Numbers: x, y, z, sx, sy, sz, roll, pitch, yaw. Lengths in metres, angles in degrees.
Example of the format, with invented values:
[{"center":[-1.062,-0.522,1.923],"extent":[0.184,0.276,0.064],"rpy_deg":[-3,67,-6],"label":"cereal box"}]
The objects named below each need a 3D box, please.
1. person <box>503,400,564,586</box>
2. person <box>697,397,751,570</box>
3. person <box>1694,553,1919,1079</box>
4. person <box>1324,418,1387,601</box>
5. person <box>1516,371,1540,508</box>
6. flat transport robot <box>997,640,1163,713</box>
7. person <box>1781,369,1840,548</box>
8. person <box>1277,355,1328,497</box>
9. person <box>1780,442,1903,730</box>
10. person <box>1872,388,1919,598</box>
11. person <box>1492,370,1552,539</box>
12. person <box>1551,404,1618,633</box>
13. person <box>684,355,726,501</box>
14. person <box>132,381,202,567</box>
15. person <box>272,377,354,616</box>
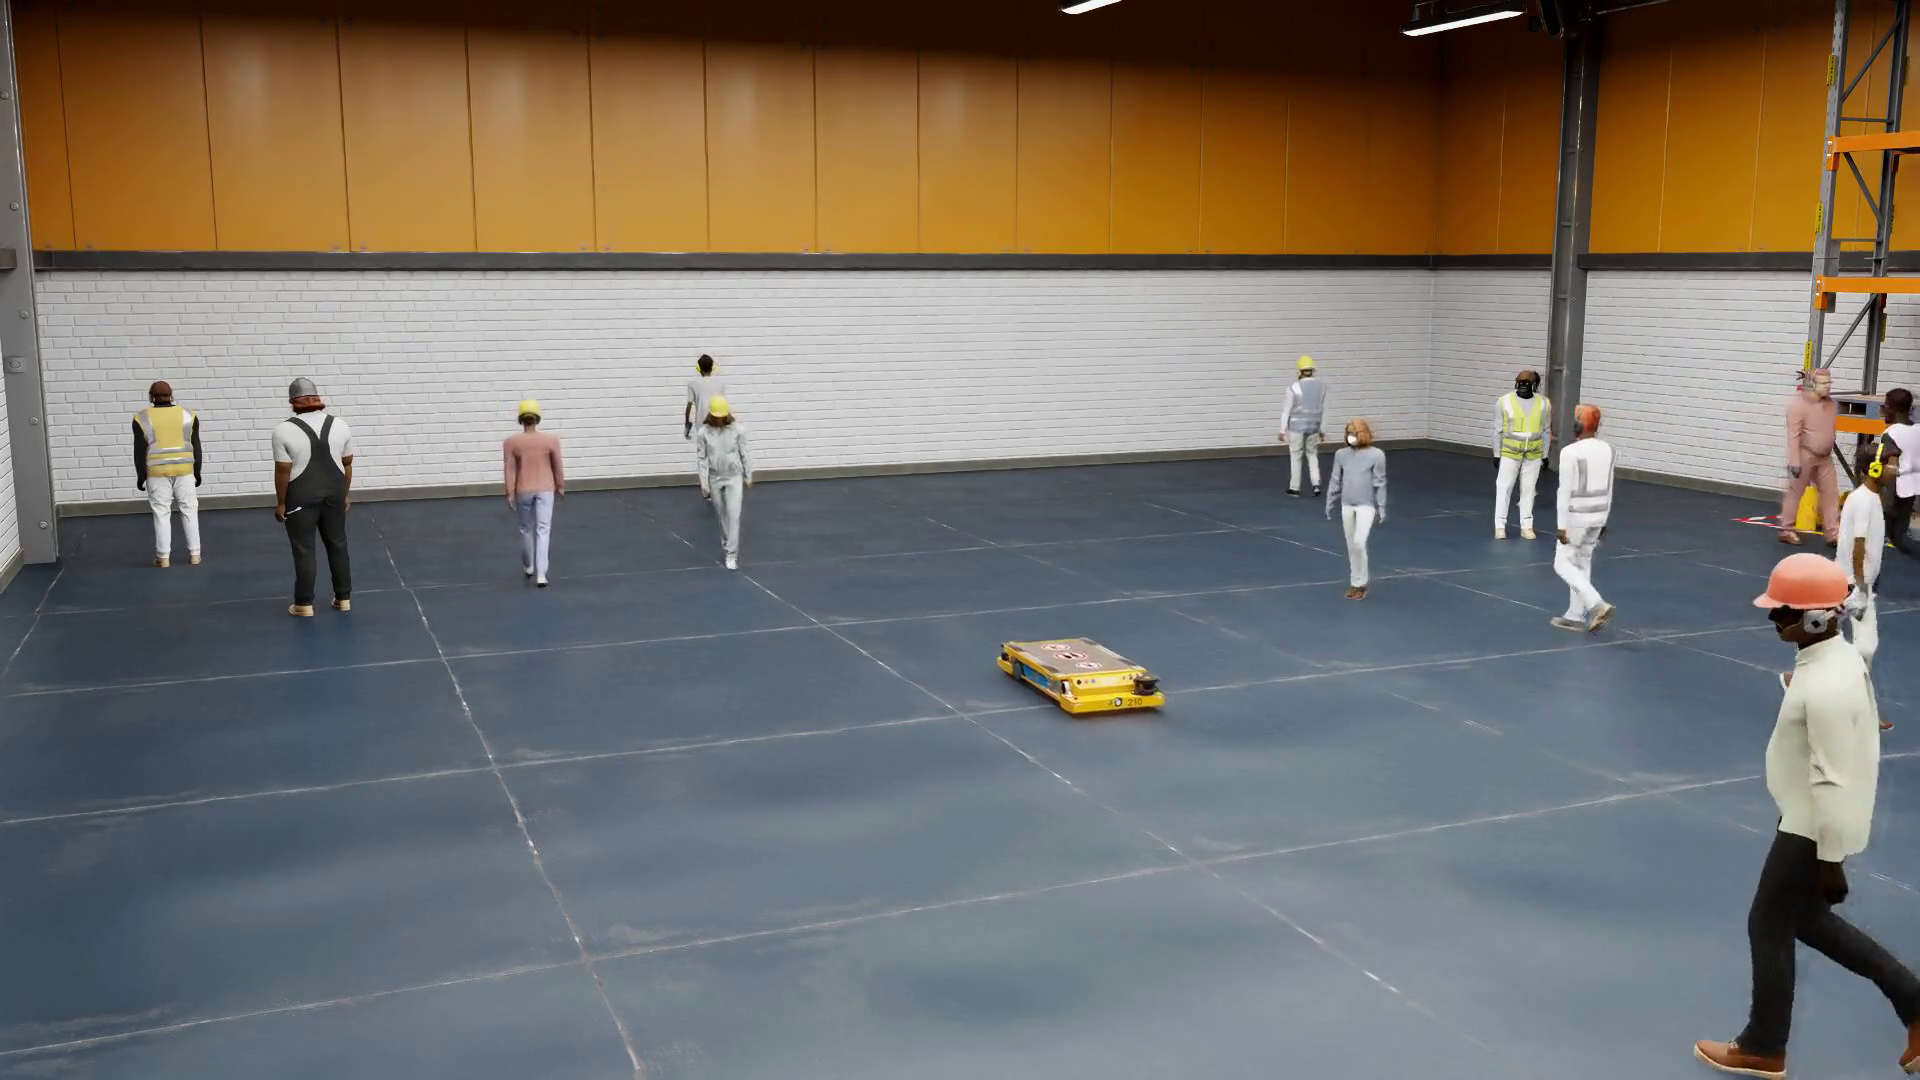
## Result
[{"center":[-3.981,-0.450,15.558],"extent":[0.527,1.718,0.922],"rpy_deg":[-2,10,-10],"label":"person"},{"center":[-2.304,-0.551,16.202],"extent":[0.504,1.686,0.773],"rpy_deg":[0,9,2],"label":"person"},{"center":[3.149,1.016,5.937],"extent":[0.745,1.957,0.601],"rpy_deg":[6,11,33],"label":"person"},{"center":[3.476,-0.269,14.733],"extent":[0.539,1.615,0.526],"rpy_deg":[9,13,44],"label":"person"},{"center":[6.922,-1.219,20.282],"extent":[0.550,1.683,0.366],"rpy_deg":[-6,11,-30],"label":"person"},{"center":[0.811,0.919,11.624],"extent":[0.652,0.197,1.431],"rpy_deg":[-3,10,-19],"label":"flat transport robot"},{"center":[8.984,-0.830,17.352],"extent":[0.679,1.873,0.883],"rpy_deg":[-3,10,-18],"label":"person"},{"center":[4.386,-1.445,21.249],"extent":[0.609,1.830,0.407],"rpy_deg":[-3,10,-16],"label":"person"},{"center":[5.704,0.291,10.670],"extent":[0.577,1.847,0.549],"rpy_deg":[6,11,33],"label":"person"},{"center":[8.318,-0.390,14.665],"extent":[0.596,1.898,0.784],"rpy_deg":[-7,12,-37],"label":"person"},{"center":[6.090,-0.921,18.041],"extent":[0.624,1.841,0.430],"rpy_deg":[1,9,4],"label":"person"},{"center":[5.028,-0.154,13.307],"extent":[0.583,1.865,0.615],"rpy_deg":[-4,10,-24],"label":"person"},{"center":[-3.256,-1.444,21.239],"extent":[0.540,1.820,0.959],"rpy_deg":[-3,10,-17],"label":"person"},{"center":[-7.804,-0.652,16.408],"extent":[0.619,1.840,0.430],"rpy_deg":[-7,12,-35],"label":"person"},{"center":[-5.528,-0.380,14.144],"extent":[0.676,2.000,0.536],"rpy_deg":[-9,13,-44],"label":"person"}]
